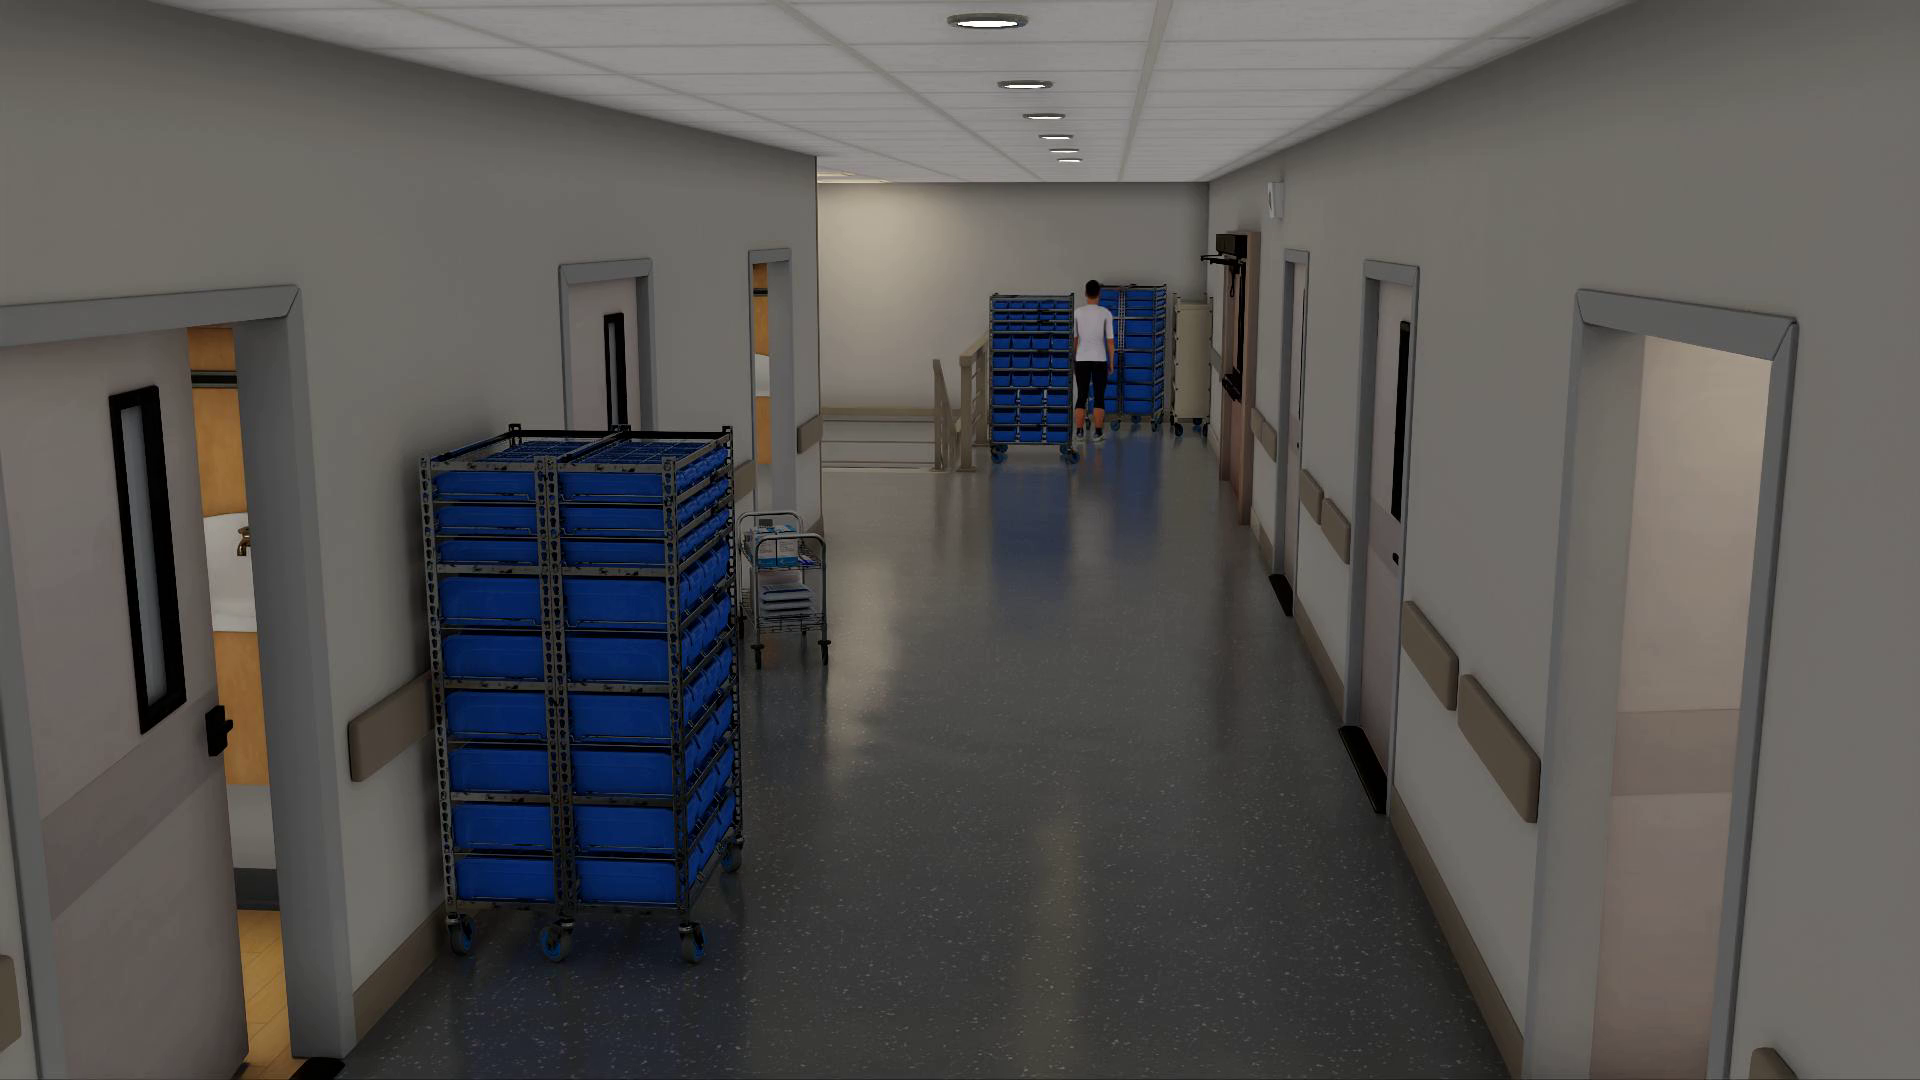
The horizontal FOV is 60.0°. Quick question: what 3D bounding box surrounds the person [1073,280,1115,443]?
[{"bbox_3d":[1.516,-2.065,19.167,0.694,1.848,0.609,3,11,15],"label":"person"}]
